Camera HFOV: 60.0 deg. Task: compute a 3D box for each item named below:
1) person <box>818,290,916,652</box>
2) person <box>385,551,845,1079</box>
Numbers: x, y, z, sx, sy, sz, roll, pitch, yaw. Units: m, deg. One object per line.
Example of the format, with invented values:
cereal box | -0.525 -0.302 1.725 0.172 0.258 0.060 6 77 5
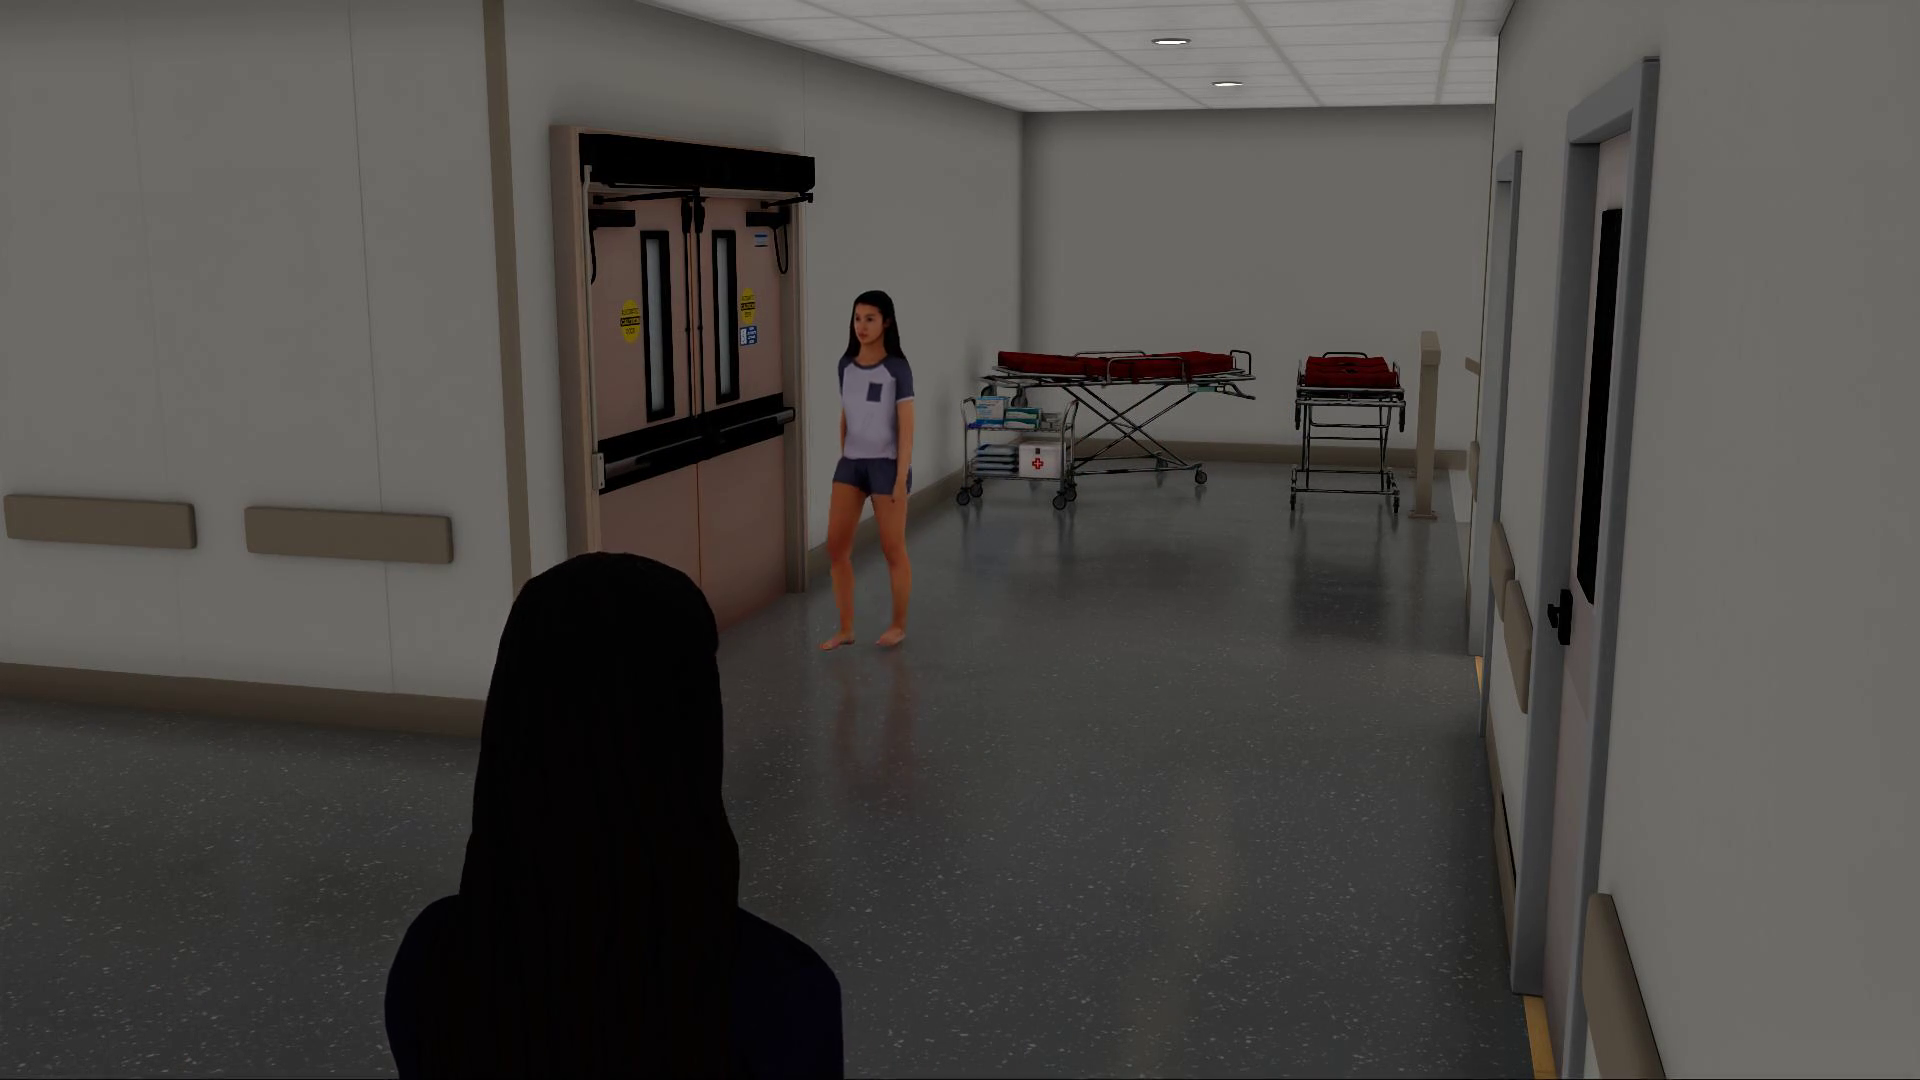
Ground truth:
person | -0.362 -0.325 7.992 0.701 1.711 0.845 6 12 27
person | -0.278 0.882 1.484 0.579 1.767 0.529 2 11 11
